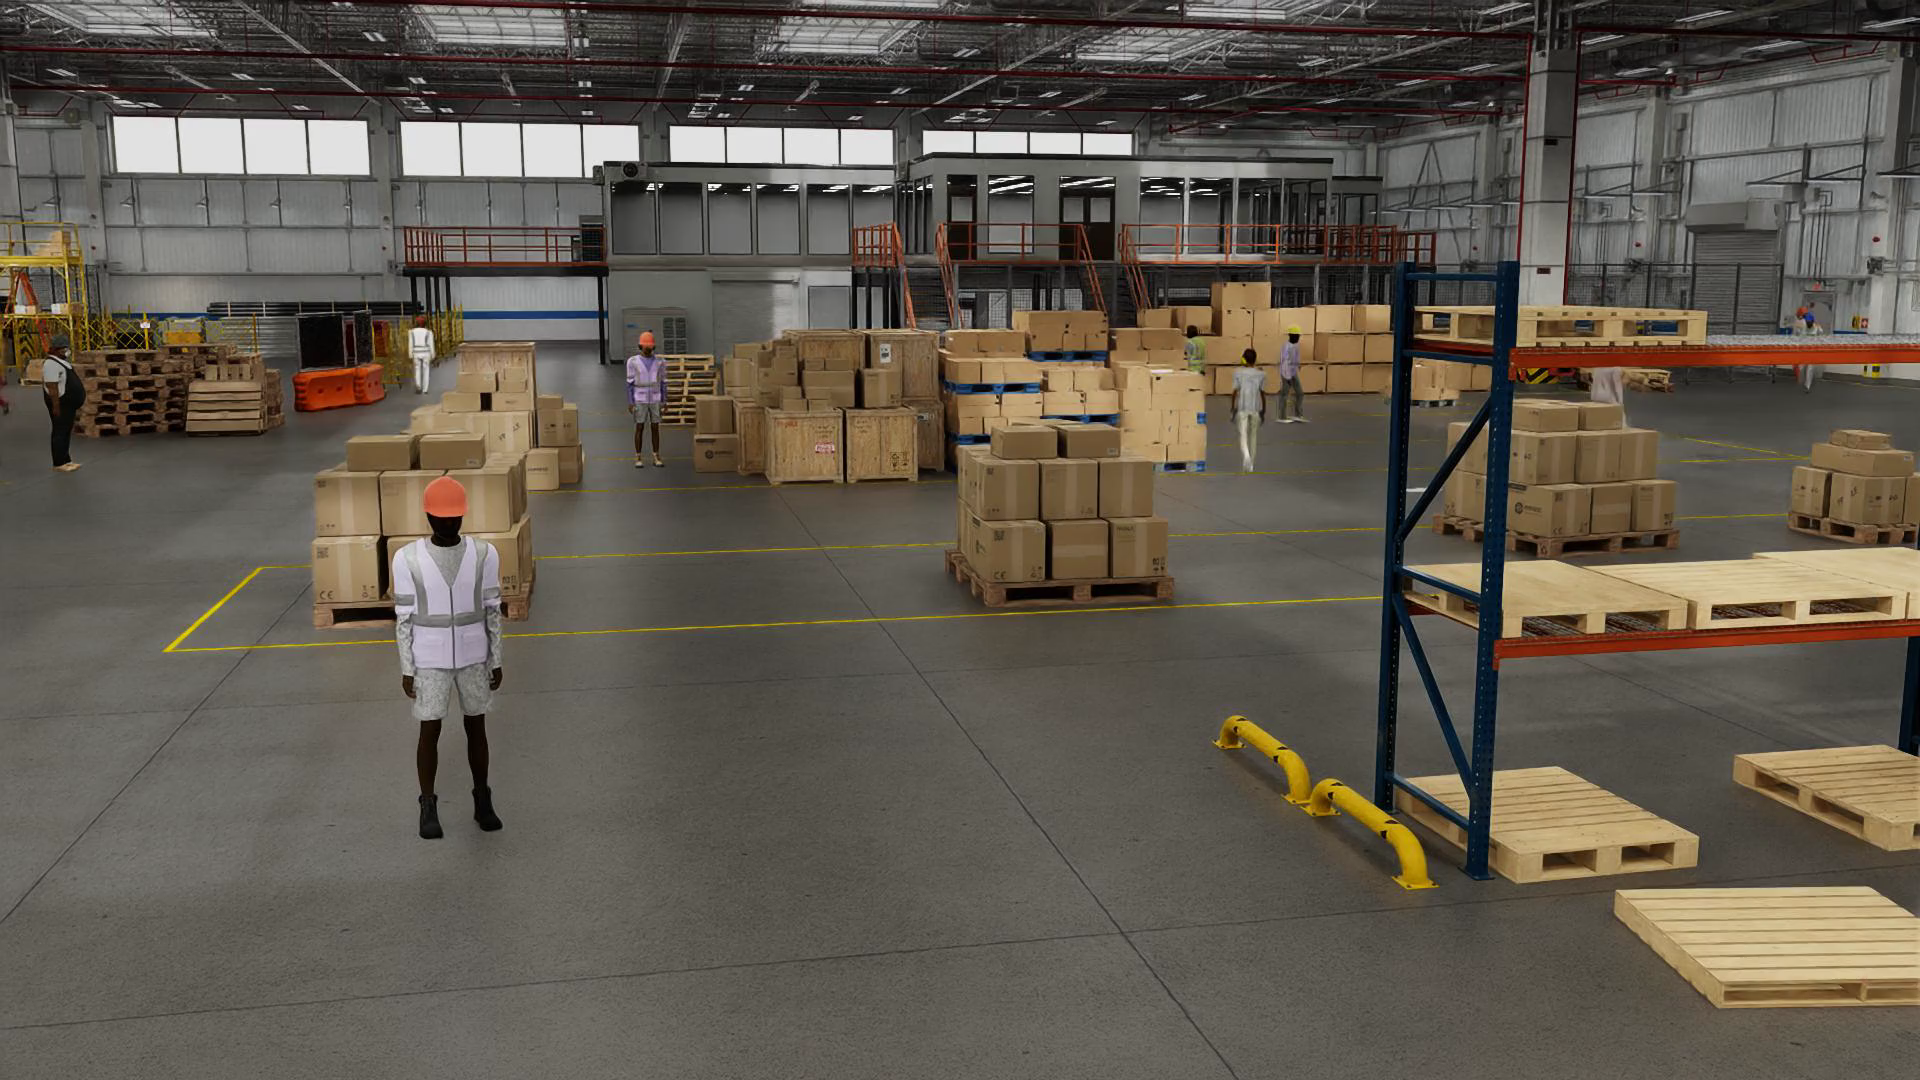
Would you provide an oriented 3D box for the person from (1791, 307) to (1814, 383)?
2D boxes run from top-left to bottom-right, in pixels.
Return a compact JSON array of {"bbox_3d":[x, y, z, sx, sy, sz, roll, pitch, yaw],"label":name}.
[{"bbox_3d":[21.888,-5.047,43.179,0.696,1.955,0.577,-2,9,-11],"label":"person"}]

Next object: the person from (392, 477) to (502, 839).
[{"bbox_3d":[-2.675,0.620,8.759,0.542,1.928,0.399,-4,10,-24],"label":"person"}]

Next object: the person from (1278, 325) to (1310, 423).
[{"bbox_3d":[6.444,-3.169,31.891,0.750,1.900,0.623,7,11,35],"label":"person"}]

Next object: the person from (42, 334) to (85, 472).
[{"bbox_3d":[-13.211,-2.032,24.560,0.535,2.000,0.684,-2,10,-14],"label":"person"}]

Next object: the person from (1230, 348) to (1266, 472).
[{"bbox_3d":[4.210,-1.879,24.241,0.527,1.842,0.708,1,9,4],"label":"person"}]

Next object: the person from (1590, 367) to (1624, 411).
[{"bbox_3d":[10.179,-2.167,25.879,0.852,1.883,0.667,-2,10,-12],"label":"person"}]

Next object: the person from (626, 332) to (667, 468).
[{"bbox_3d":[-4.680,-2.096,24.943,0.608,2.046,0.368,-4,10,-22],"label":"person"}]

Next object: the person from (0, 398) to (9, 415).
[{"bbox_3d":[-19.363,-3.276,33.032,0.530,1.746,0.659,4,10,23],"label":"person"}]

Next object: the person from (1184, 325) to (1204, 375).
[{"bbox_3d":[4.665,-3.506,34.231,0.833,1.811,0.660,6,11,31],"label":"person"}]

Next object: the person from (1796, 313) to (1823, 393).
[{"bbox_3d":[20.358,-4.486,39.912,0.624,1.926,0.701,6,11,33],"label":"person"}]

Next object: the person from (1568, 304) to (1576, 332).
[{"bbox_3d":[17.490,-5.787,47.759,0.351,1.941,0.545,2,10,14],"label":"person"}]

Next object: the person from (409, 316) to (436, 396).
[{"bbox_3d":[-12.561,-4.302,38.900,0.612,1.869,0.419,0,9,-2],"label":"person"}]
